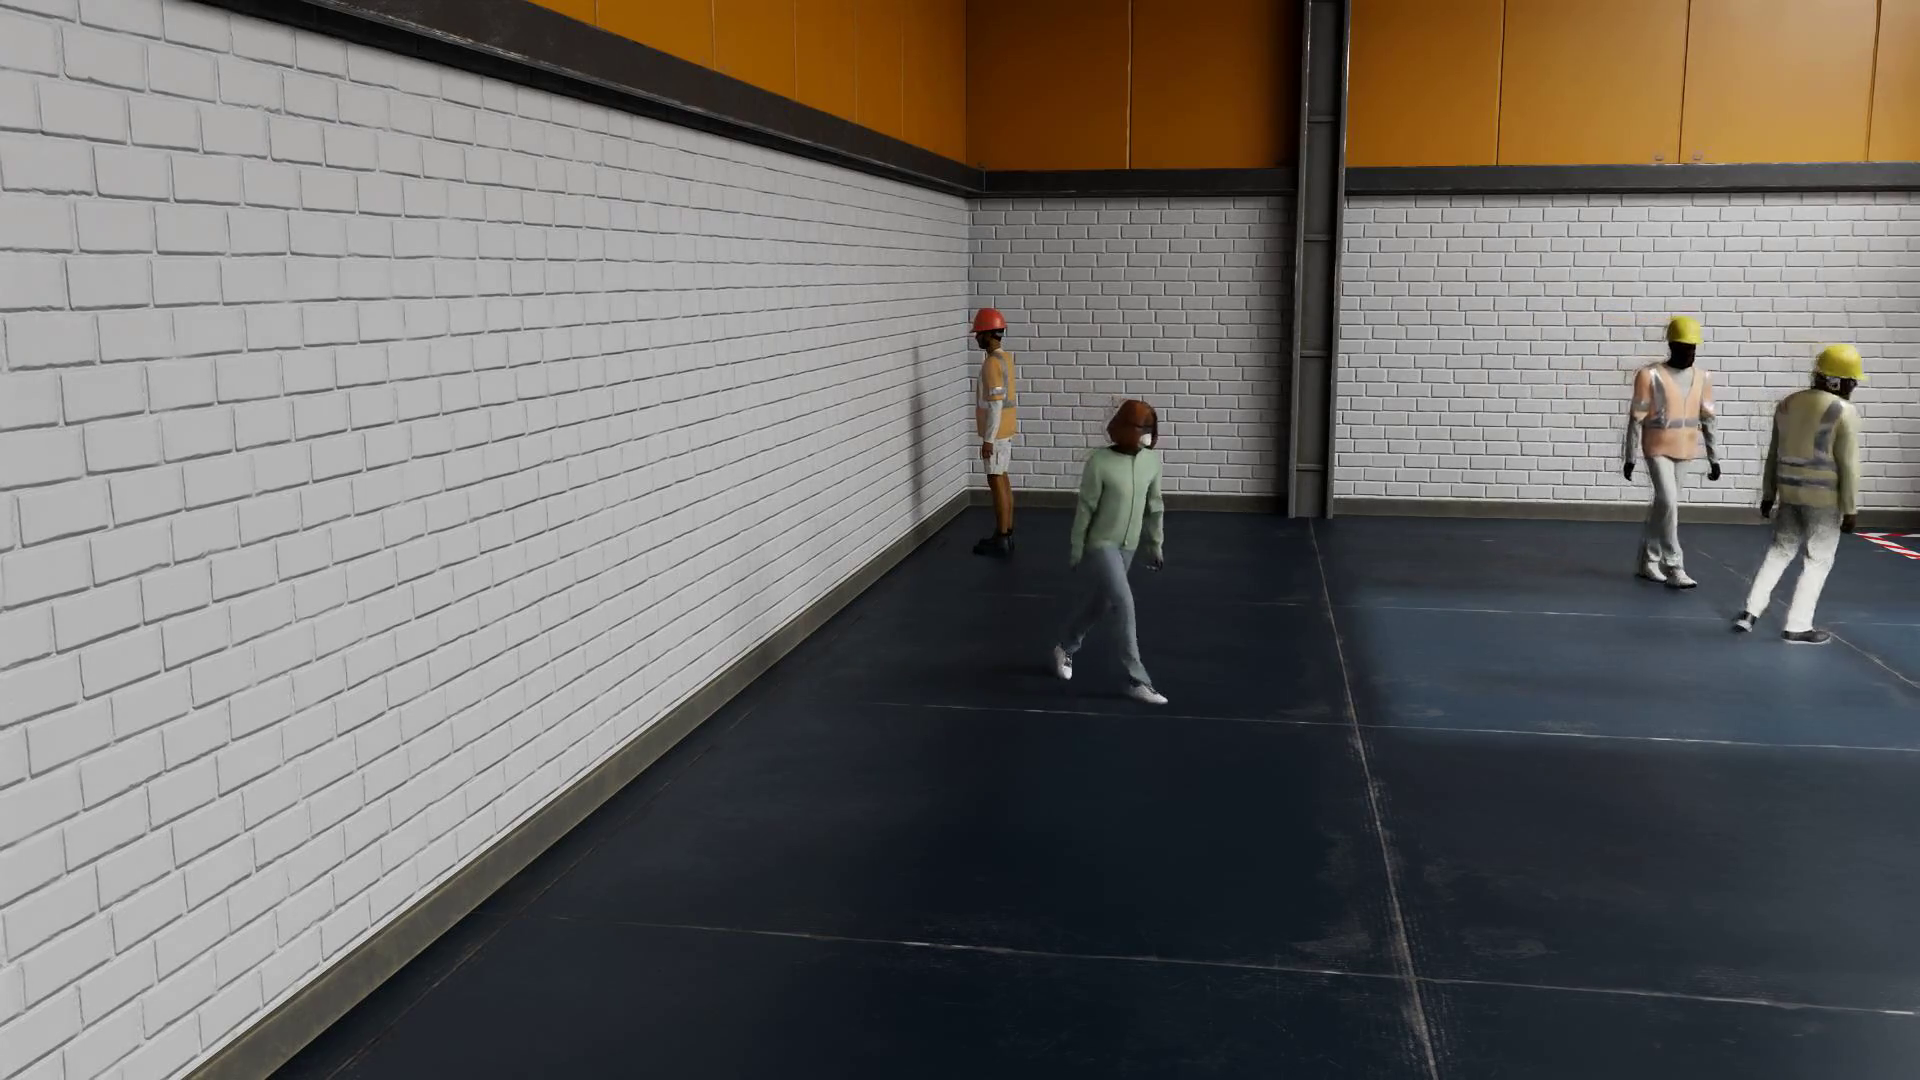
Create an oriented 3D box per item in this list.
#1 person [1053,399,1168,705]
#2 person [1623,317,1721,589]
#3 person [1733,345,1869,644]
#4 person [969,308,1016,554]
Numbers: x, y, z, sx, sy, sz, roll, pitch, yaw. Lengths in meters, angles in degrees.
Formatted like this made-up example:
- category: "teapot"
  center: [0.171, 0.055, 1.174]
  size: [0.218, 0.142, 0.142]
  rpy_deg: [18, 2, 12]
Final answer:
- category: "person"
  center: [0.780, 0.026, 8.798]
  size: [0.508, 1.575, 0.882]
  rpy_deg: [-7, 12, -39]
- category: "person"
  center: [5.051, -0.597, 11.619]
  size: [0.618, 1.893, 0.857]
  rpy_deg: [-2, 9, -15]
- category: "person"
  center: [5.025, -0.263, 9.896]
  size: [0.490, 1.795, 0.706]
  rpy_deg: [-3, 10, -20]
- category: "person"
  center: [0.248, -0.851, 13.093]
  size: [0.376, 1.933, 0.551]
  rpy_deg: [2, 9, 12]
